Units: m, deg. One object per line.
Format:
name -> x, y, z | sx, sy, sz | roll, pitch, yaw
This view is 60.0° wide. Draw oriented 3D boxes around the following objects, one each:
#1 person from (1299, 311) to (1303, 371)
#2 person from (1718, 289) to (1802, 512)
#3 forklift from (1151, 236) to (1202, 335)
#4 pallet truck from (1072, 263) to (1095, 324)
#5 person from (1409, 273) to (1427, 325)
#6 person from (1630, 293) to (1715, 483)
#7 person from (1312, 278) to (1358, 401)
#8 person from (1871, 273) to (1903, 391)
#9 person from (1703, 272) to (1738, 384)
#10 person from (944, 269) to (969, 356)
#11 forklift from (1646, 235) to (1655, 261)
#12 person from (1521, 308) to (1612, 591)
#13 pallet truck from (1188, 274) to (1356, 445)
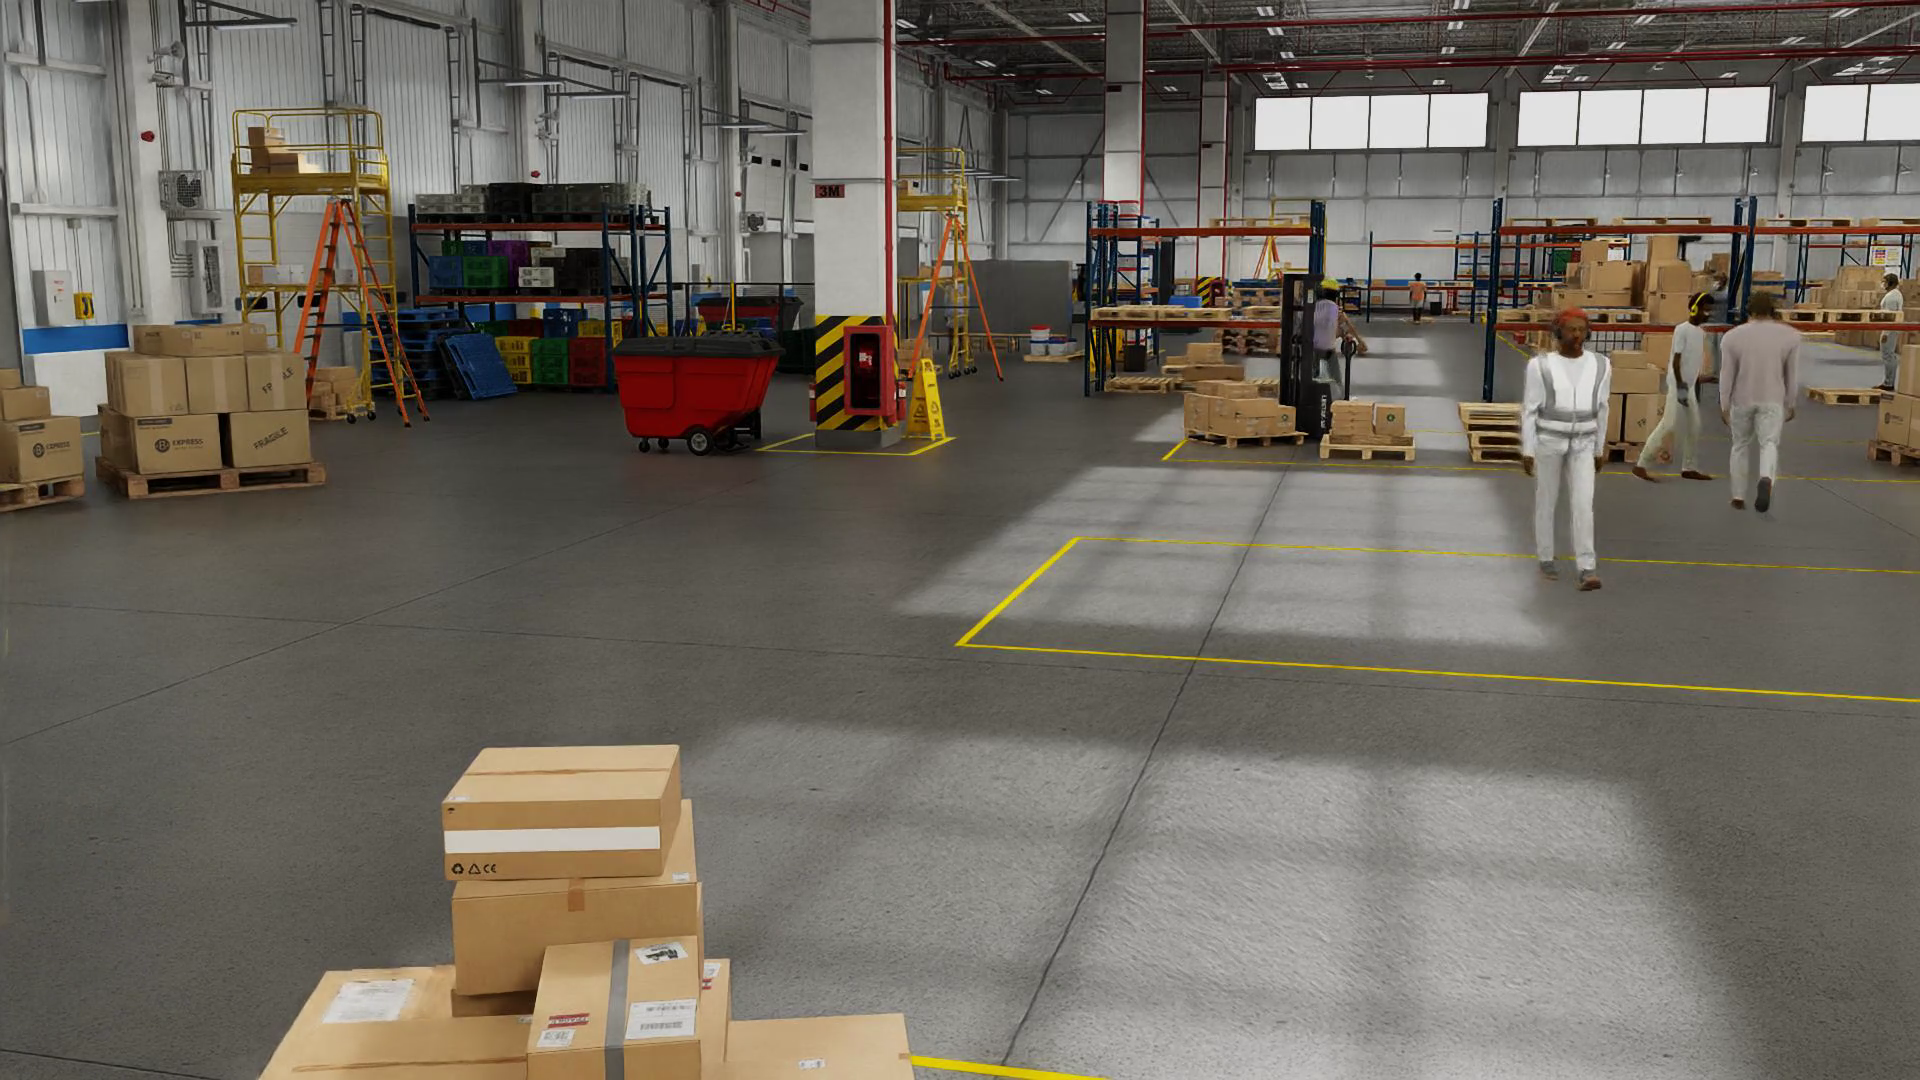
person -> 6.683, -4.094, 31.872 | 0.320, 1.739, 0.485 | 7, 12, 35
person -> 6.770, -1.169, 14.128 | 0.633, 1.916, 0.789 | 4, 10, 22
forklift -> 5.866, -7.214, 46.878 | 1.873, 2.768, 1.129 | 2, 10, 14
pallet truck -> 4.325, -8.180, 55.162 | 0.823, 1.965, 1.885 | 6, 11, 31
person -> 14.821, -7.803, 53.858 | 0.545, 1.690, 0.463 | 1, 10, 8
person -> 6.977, -1.460, 16.133 | 0.749, 1.827, 0.530 | -8, 12, -39
person -> 5.293, -2.836, 24.075 | 0.988, 1.866, 0.593 | -5, 11, -25
person -> 15.169, -3.385, 27.152 | 0.369, 1.932, 0.623 | 6, 11, 32
person -> 13.123, -3.651, 28.721 | 0.364, 1.930, 0.630 | -3, 10, -17
person -> -0.075, -5.065, 37.002 | 0.556, 1.936, 0.363 | -1, 10, -7
forklift -> 20.860, -7.676, 49.598 | 1.129, 2.768, 1.873 | -3, 10, -16
person -> 3.994, -0.587, 10.915 | 0.596, 1.833, 0.967 | 1, 10, 4
pallet truck -> 3.653, -2.138, 19.590 | 1.885, 1.965, 0.823 | -4, 10, -20
